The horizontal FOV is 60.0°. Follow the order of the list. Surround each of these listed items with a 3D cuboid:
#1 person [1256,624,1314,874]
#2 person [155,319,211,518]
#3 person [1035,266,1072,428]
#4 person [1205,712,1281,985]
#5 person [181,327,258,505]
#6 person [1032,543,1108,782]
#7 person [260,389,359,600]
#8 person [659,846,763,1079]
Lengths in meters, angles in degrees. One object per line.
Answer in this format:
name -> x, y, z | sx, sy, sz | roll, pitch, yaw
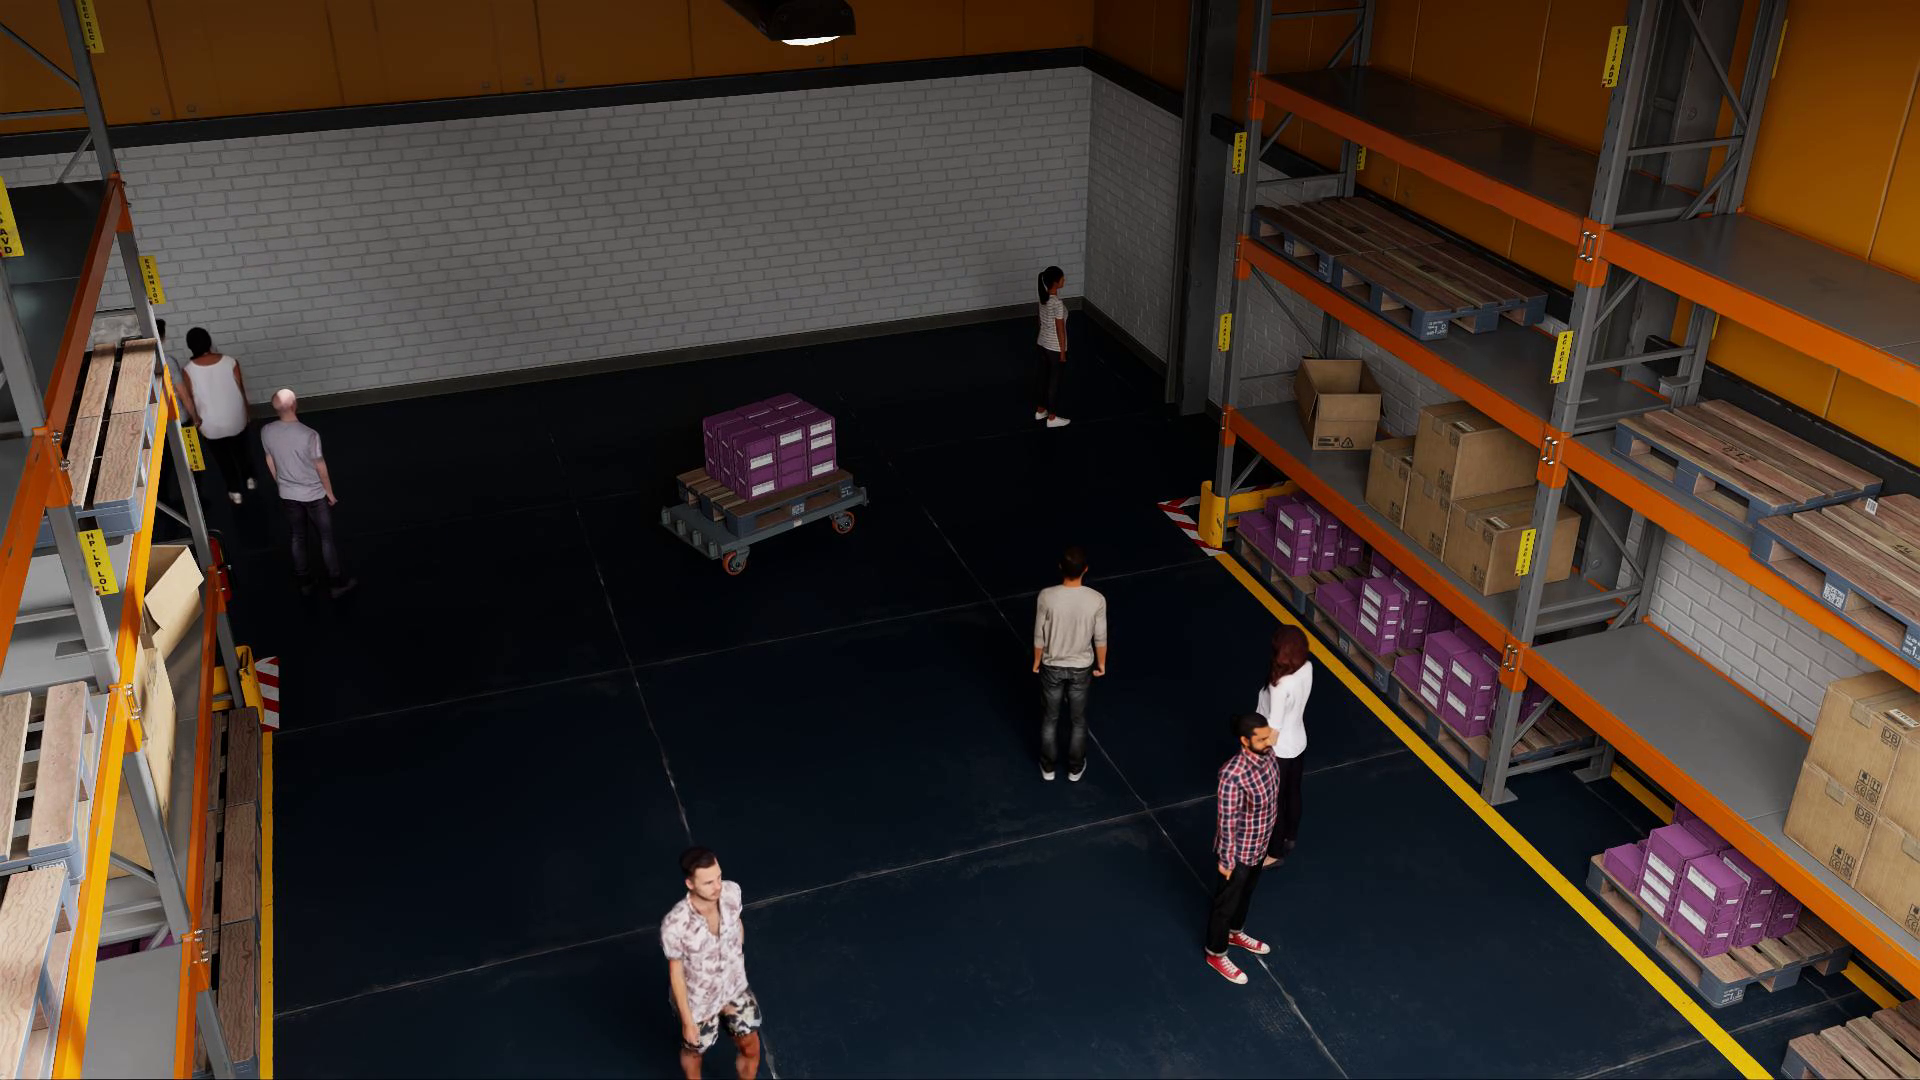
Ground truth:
person -> 2.042, 1.315, 10.468 | 0.707, 1.793, 0.691 | 19, 34, 31
person -> -7.019, -1.022, 14.708 | 0.803, 1.837, 0.814 | 3, 29, 6
person -> 0.912, -1.941, 16.592 | 0.655, 1.646, 0.502 | -14, 32, -24
person -> 1.652, 1.751, 9.703 | 0.809, 1.760, 0.786 | 18, 33, 30
person -> -6.678, -1.099, 15.018 | 0.720, 1.674, 0.713 | -18, 33, -29
person -> 0.730, 0.851, 11.305 | 0.721, 1.807, 0.678 | 1, 29, 2
person -> -5.342, -0.376, 13.529 | 0.756, 1.832, 0.767 | 6, 29, 10
person -> -1.369, 2.288, 8.676 | 0.800, 1.803, 0.869 | -22, 36, -35
